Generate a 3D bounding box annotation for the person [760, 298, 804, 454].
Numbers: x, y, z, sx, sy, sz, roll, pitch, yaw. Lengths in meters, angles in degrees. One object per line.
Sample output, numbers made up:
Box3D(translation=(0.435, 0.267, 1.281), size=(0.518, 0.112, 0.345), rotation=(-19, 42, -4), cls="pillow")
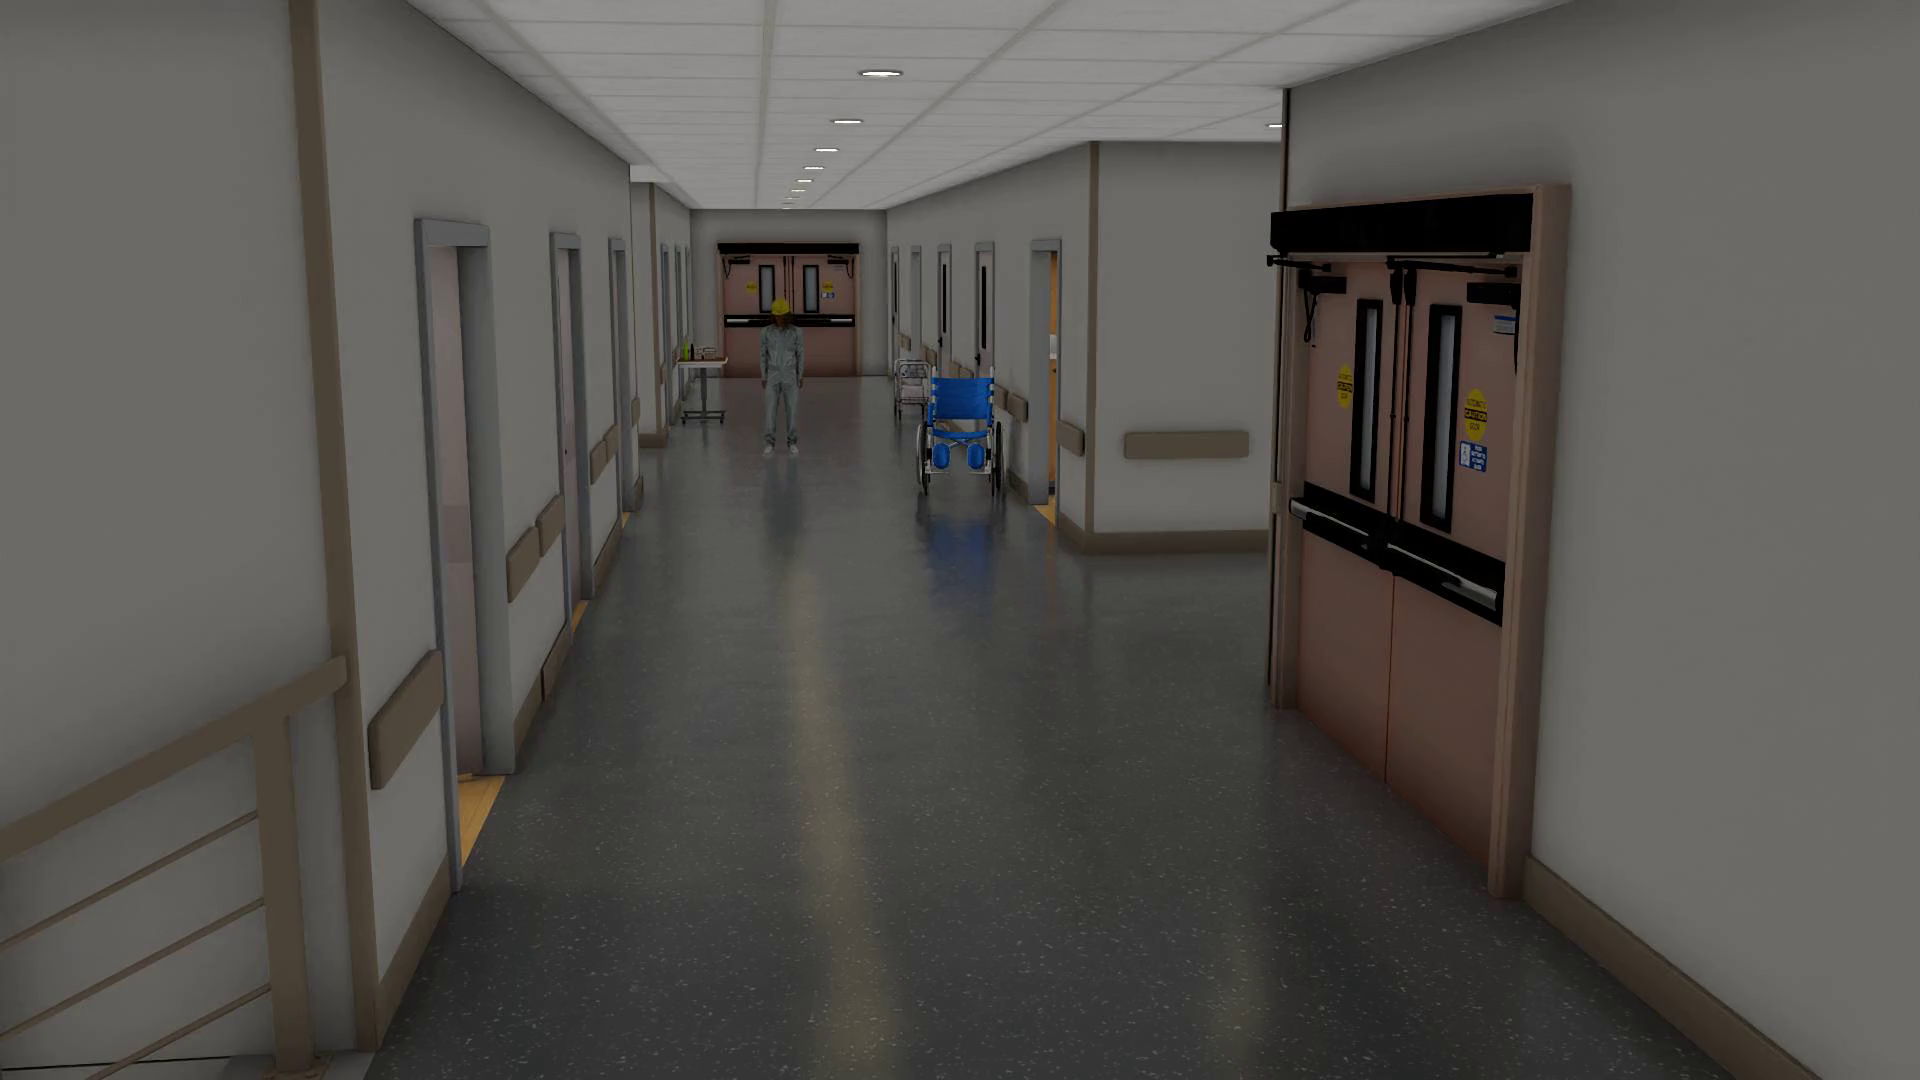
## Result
Box3D(translation=(-1.973, -1.810, 18.468), size=(0.487, 1.732, 0.328), rotation=(-1, 10, -6), cls="person")
